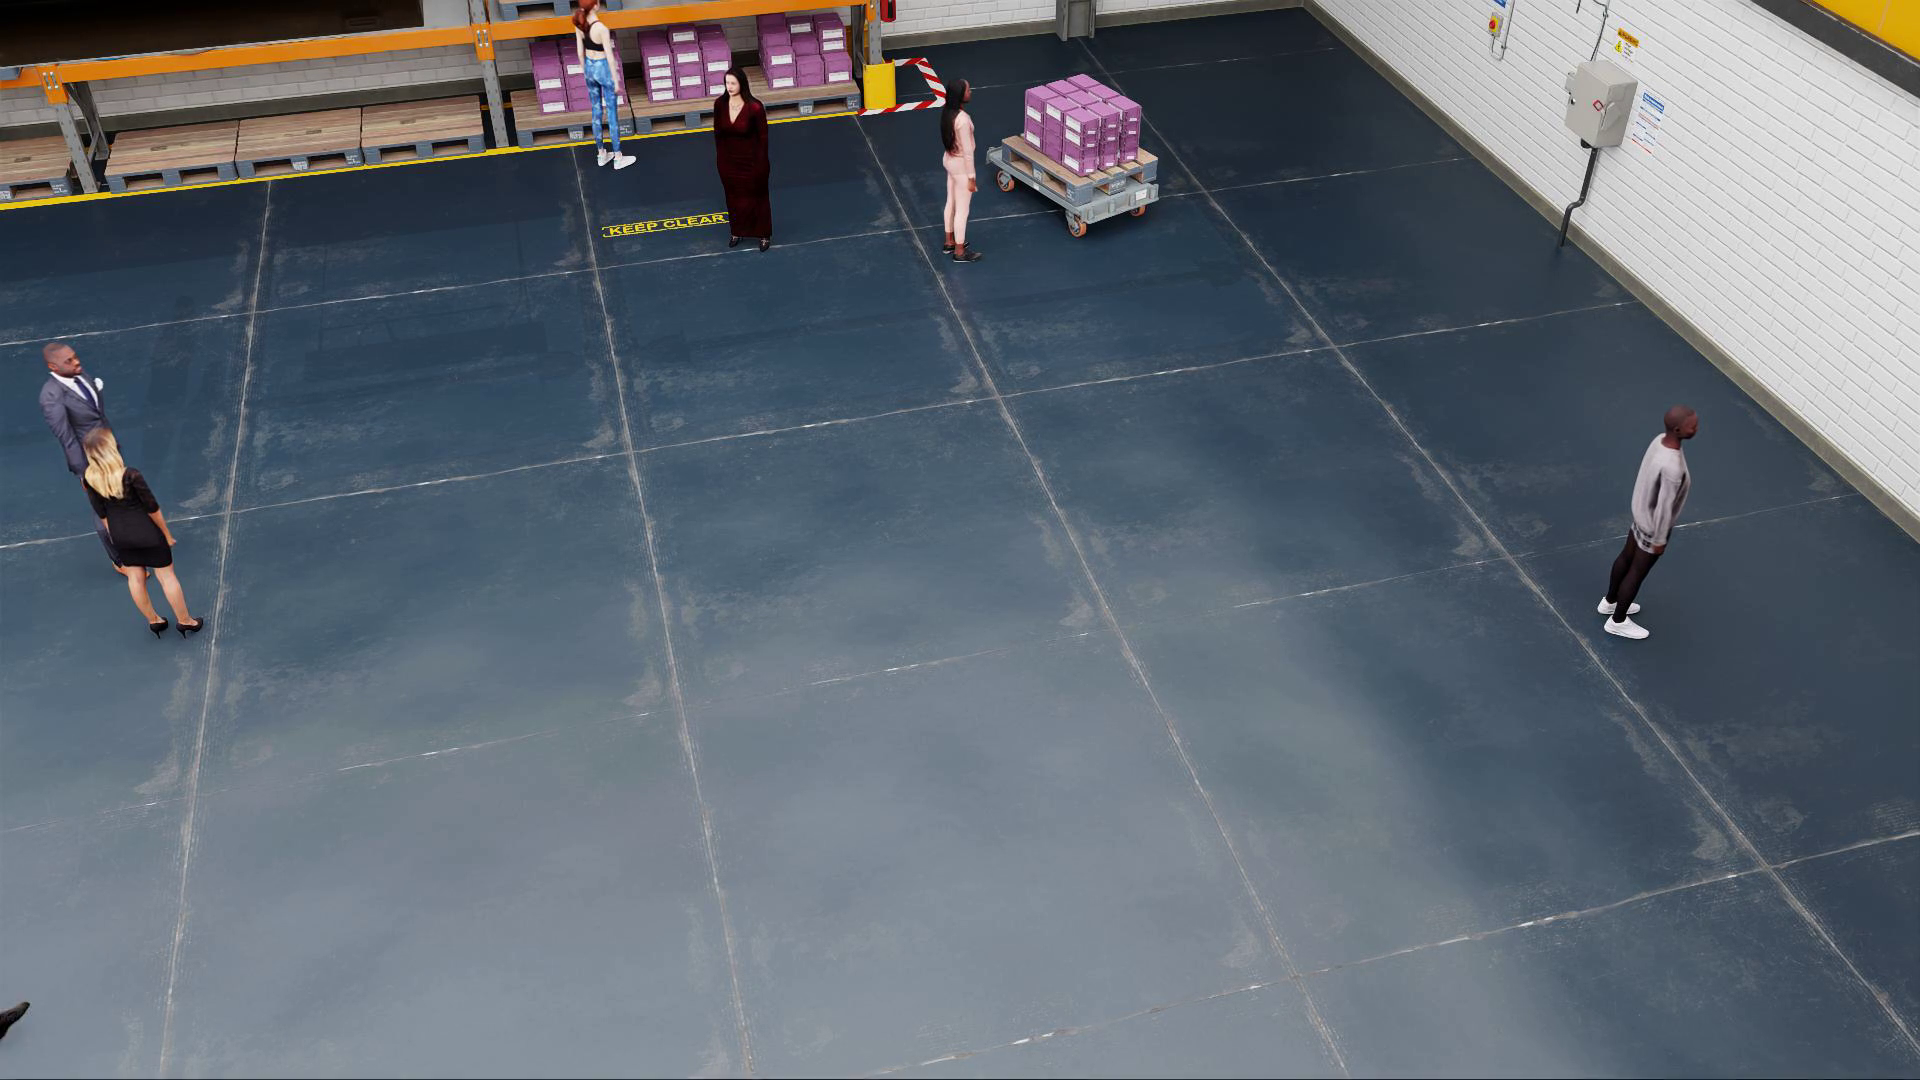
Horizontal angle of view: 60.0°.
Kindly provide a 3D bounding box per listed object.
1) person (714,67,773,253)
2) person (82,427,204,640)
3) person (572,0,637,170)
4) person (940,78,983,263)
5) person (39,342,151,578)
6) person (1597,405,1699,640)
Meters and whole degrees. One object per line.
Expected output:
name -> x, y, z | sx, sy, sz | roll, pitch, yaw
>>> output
person -> -1.967, -3.459, 15.117 | 0.729, 1.757, 0.832 | 10, 40, 13
person -> -5.388, -0.028, 10.886 | 0.505, 1.676, 0.662 | 2, 39, 3
person -> -3.560, -4.554, 16.466 | 0.679, 1.784, 0.741 | 18, 42, 22
person -> -0.012, -3.336, 14.992 | 0.573, 1.722, 0.640 | -14, 41, -17
person -> -5.958, -0.580, 11.459 | 0.683, 1.824, 0.755 | 0, 39, 0
person -> 4.535, -0.138, 10.947 | 0.666, 1.772, 0.687 | 4, 39, 5
